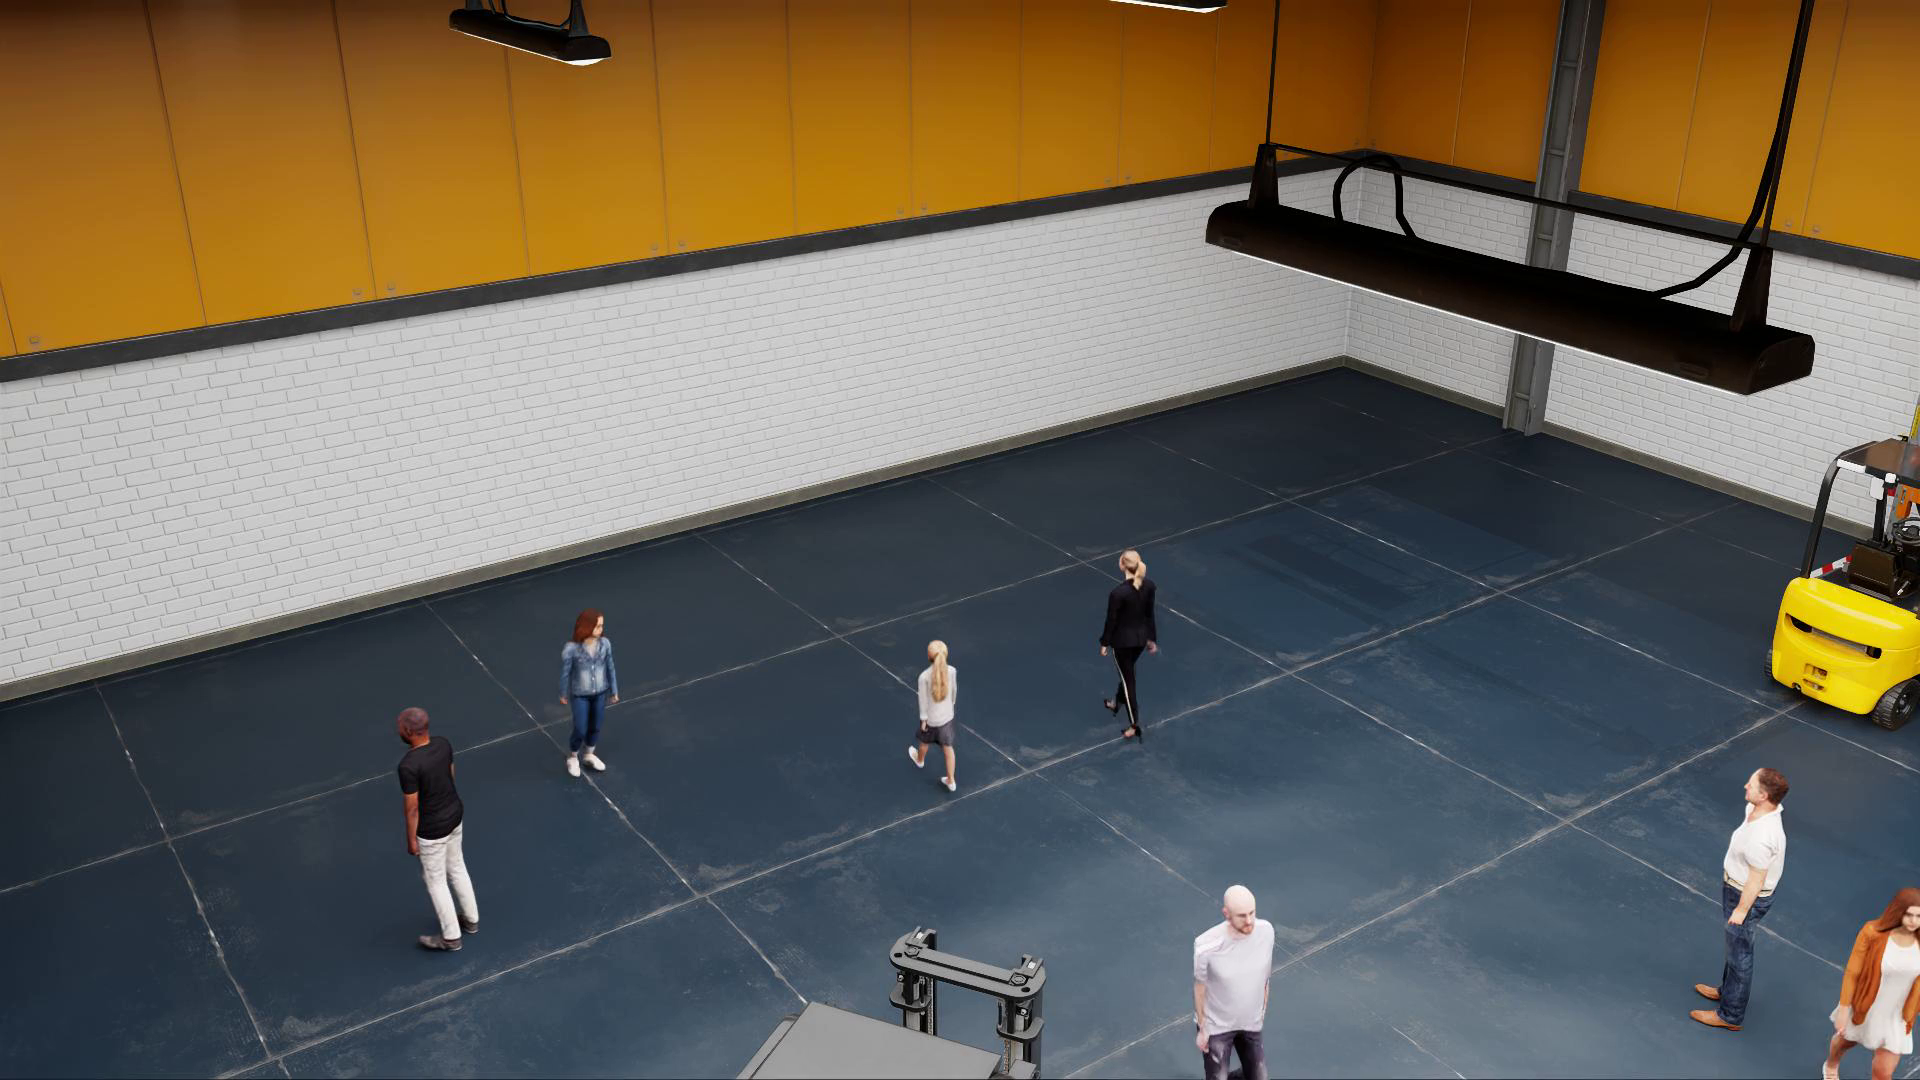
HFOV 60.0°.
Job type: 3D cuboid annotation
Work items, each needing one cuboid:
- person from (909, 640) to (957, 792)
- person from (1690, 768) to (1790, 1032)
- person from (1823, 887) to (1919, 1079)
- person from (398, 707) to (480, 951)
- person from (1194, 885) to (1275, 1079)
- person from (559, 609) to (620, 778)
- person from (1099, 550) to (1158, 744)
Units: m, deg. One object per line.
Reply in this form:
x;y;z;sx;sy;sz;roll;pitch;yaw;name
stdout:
-0.150;1.419;13.218;0.609;1.243;0.880;-11;26;-23;person
5.001;2.259;10.533;0.735;1.855;0.748;12;26;25;person
5.344;2.700;9.751;1.117;1.674;1.167;4;24;10;person
-3.553;1.953;11.306;0.772;1.796;0.737;8;25;17;person
1.512;2.705;9.560;0.777;1.818;0.846;-7;25;-16;person
-3.039;1.217;13.414;0.605;1.457;0.548;-10;26;-22;person
1.453;0.912;13.825;0.658;1.687;0.868;-15;28;-30;person
